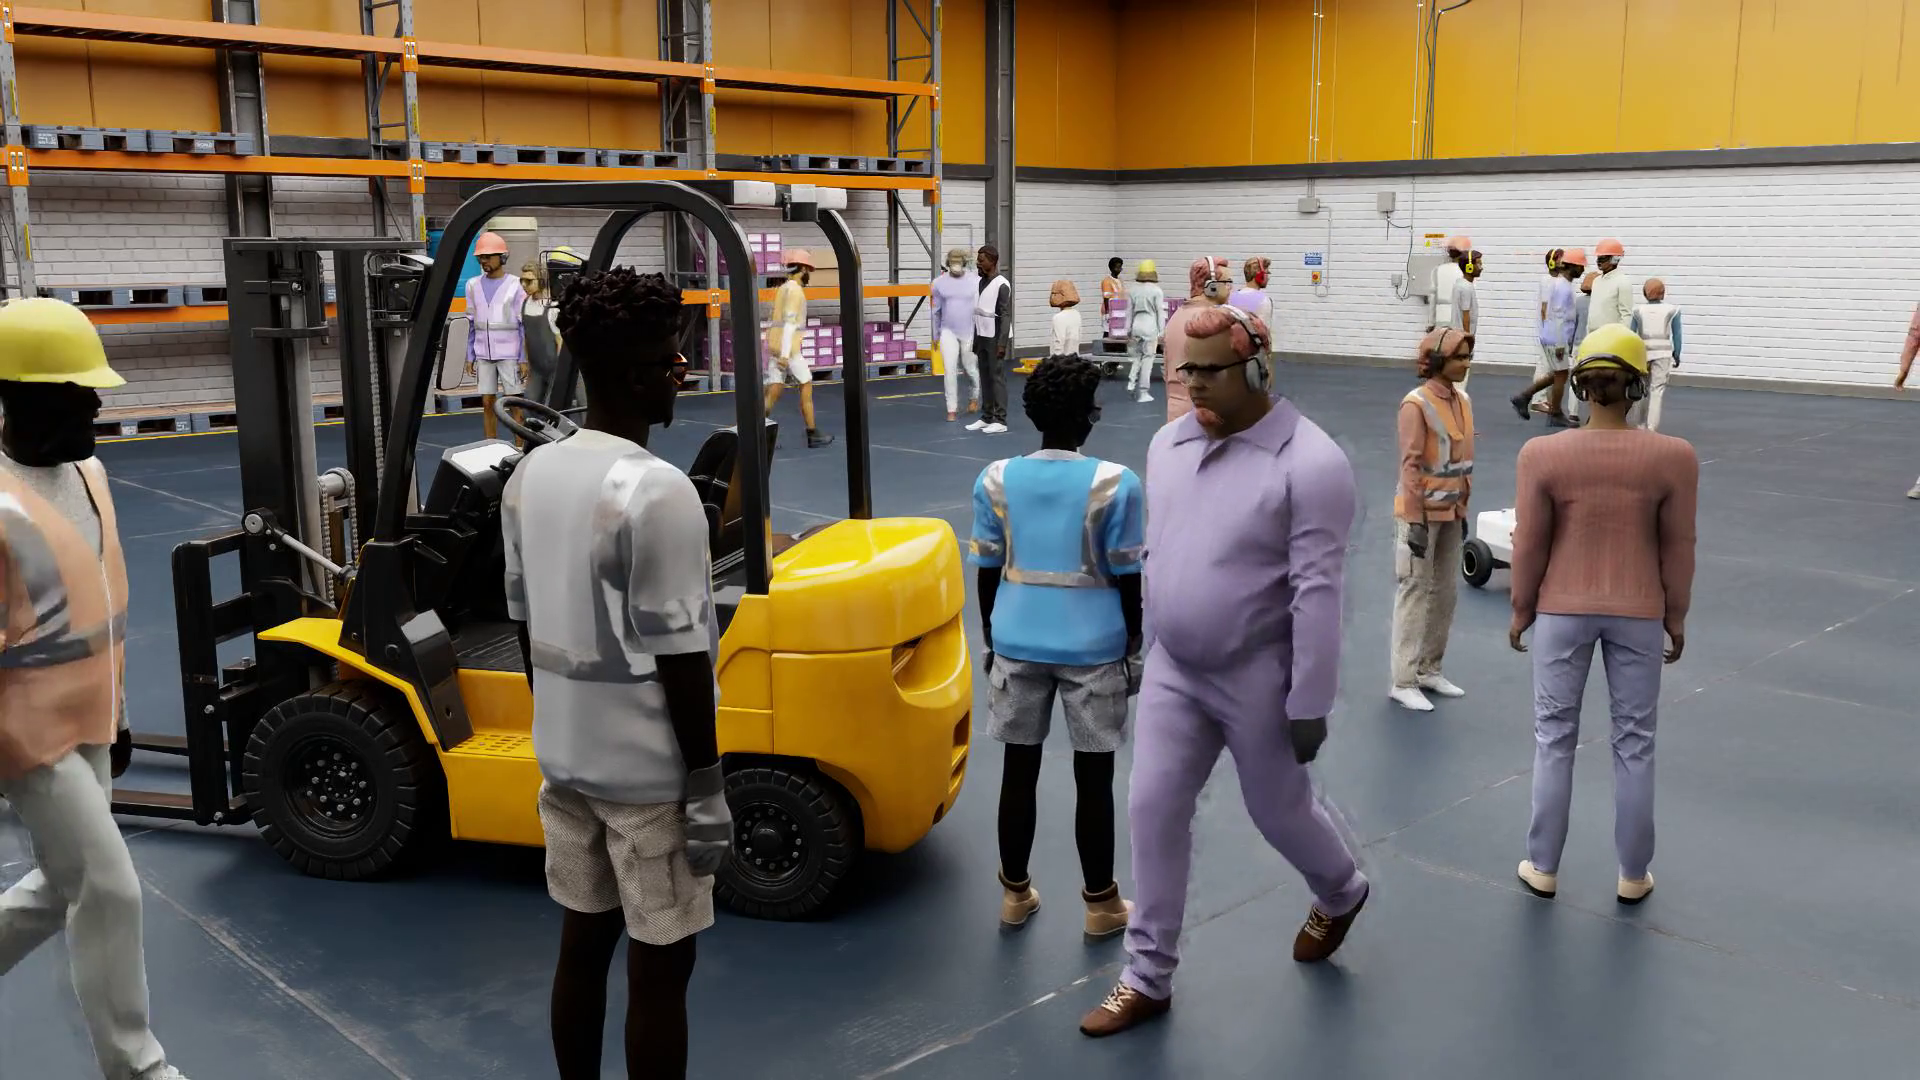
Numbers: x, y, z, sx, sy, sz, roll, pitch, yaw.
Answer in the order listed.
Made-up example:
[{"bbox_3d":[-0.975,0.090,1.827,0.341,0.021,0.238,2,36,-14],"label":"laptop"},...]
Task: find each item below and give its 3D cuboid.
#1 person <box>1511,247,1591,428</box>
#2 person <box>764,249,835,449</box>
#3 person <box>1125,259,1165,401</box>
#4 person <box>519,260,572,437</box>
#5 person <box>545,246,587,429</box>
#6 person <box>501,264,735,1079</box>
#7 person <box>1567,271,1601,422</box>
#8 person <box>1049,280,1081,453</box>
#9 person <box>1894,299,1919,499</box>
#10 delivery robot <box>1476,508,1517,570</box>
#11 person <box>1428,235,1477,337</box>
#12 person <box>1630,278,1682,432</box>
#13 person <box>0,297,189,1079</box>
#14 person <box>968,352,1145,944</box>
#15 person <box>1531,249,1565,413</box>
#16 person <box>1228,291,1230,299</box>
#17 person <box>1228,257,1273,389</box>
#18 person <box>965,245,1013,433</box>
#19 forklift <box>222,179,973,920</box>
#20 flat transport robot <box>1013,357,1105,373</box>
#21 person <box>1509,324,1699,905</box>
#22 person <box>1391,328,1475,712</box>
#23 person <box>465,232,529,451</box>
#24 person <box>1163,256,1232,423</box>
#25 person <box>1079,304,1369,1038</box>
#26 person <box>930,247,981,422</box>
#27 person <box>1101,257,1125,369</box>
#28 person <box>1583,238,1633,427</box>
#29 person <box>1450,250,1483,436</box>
[{"bbox_3d":[6.251,-2.126,17.527,0.660,1.907,0.558,4,11,20],"label":"person"},{"bbox_3d":[-1.589,-1.795,15.744,0.930,1.878,0.567,-5,11,-24],"label":"person"},{"bbox_3d":[2.274,-2.553,20.300,0.494,1.729,0.368,8,13,39],"label":"person"},{"bbox_3d":[-3.390,-1.369,13.619,0.512,1.823,0.428,6,12,28],"label":"person"},{"bbox_3d":[-3.326,-1.525,14.171,0.589,1.927,0.368,1,10,6],"label":"person"},{"bbox_3d":[-0.667,0.437,3.374,0.604,1.962,0.367,10,14,44],"label":"person"},{"bbox_3d":[6.801,-2.077,17.976,0.498,1.634,0.279,10,14,44],"label":"person"},{"bbox_3d":[0.919,-1.478,14.714,0.273,1.632,0.507,5,11,24],"label":"person"},{"bbox_3d":[7.701,-1.314,12.976,0.980,1.942,0.608,-5,12,-26],"label":"person"},{"bbox_3d":[3.241,-0.016,9.413,0.477,0.478,0.707,-3,11,-14],"label":"delivery robot"},{"bbox_3d":[5.850,-2.603,19.780,0.490,2.023,0.628,-8,13,-37],"label":"person"},{"bbox_3d":[6.958,-1.826,16.712,0.516,1.598,0.850,5,11,25],"label":"person"},{"bbox_3d":[-2.110,0.412,3.706,0.774,1.896,0.598,-1,10,-4],"label":"person"},{"bbox_3d":[0.288,0.314,4.770,0.530,1.696,0.321,5,11,23],"label":"person"},{"bbox_3d":[6.781,-2.399,19.096,0.312,1.869,0.538,6,12,30],"label":"person"},{"bbox_3d":[2.393,-1.641,15.606,0.502,1.633,0.280,7,12,32],"label":"person"},{"bbox_3d":[2.437,-1.465,14.074,0.372,1.839,0.570,-5,11,-24],"label":"person"},{"bbox_3d":[0.326,-2.068,17.151,0.398,1.920,0.588,-5,12,-27],"label":"person"},{"bbox_3d":[-1.114,-0.058,5.440,2.313,2.155,1.214,2,11,13],"label":"forklift"},{"bbox_3d":[1.499,-2.578,24.430,0.652,0.197,1.431,10,14,43],"label":"flat transport robot"},{"bbox_3d":[1.936,0.232,5.052,0.522,1.761,0.327,3,11,17],"label":"person"},{"bbox_3d":[2.033,-0.093,7.187,0.310,1.630,0.546,10,14,43],"label":"person"},{"bbox_3d":[-3.935,-1.577,14.138,0.607,2.044,0.379,2,11,13],"label":"person"},{"bbox_3d":[1.367,-0.620,9.290,0.399,1.910,0.643,-3,11,-14],"label":"person"},{"bbox_3d":[0.749,0.317,4.334,0.937,1.863,0.648,-10,14,-42],"label":"person"},{"bbox_3d":[0.011,-2.285,18.400,0.667,1.904,0.931,2,11,10],"label":"person"},{"bbox_3d":[2.301,-3.397,25.006,0.321,1.696,0.530,7,12,32],"label":"person"},{"bbox_3d":[6.374,-1.979,16.459,0.390,1.992,0.624,-2,11,-11],"label":"person"},{"bbox_3d":[5.135,-1.999,16.908,0.327,1.874,0.517,1,10,6],"label":"person"}]
